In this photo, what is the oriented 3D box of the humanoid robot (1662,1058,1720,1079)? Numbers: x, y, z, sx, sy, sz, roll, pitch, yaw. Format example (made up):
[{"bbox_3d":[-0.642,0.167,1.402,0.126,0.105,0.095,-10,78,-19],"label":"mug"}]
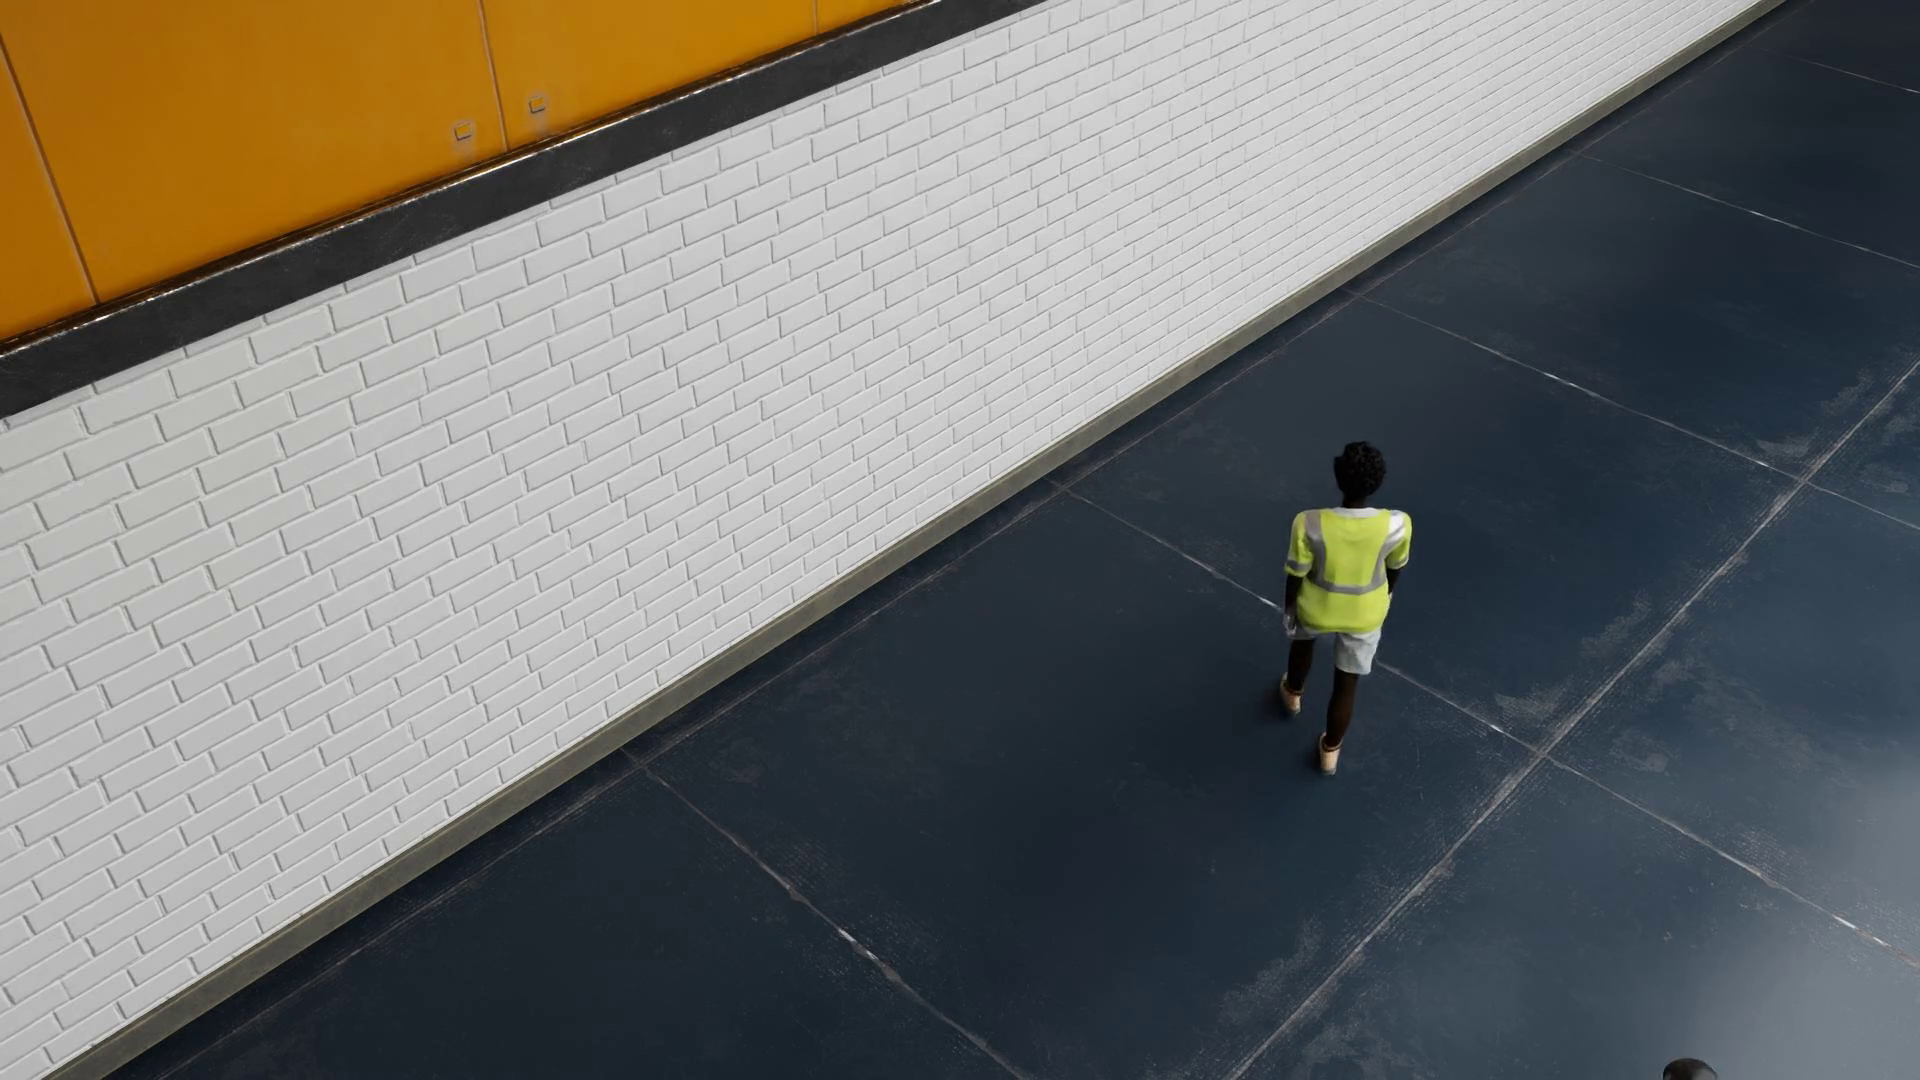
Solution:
[{"bbox_3d":[2.009,2.123,5.160,0.608,1.633,0.711,-10,40,-12],"label":"humanoid robot"}]

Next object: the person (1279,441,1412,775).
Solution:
[{"bbox_3d":[1.704,0.248,7.489,0.539,1.671,0.738,6,39,8],"label":"person"}]
